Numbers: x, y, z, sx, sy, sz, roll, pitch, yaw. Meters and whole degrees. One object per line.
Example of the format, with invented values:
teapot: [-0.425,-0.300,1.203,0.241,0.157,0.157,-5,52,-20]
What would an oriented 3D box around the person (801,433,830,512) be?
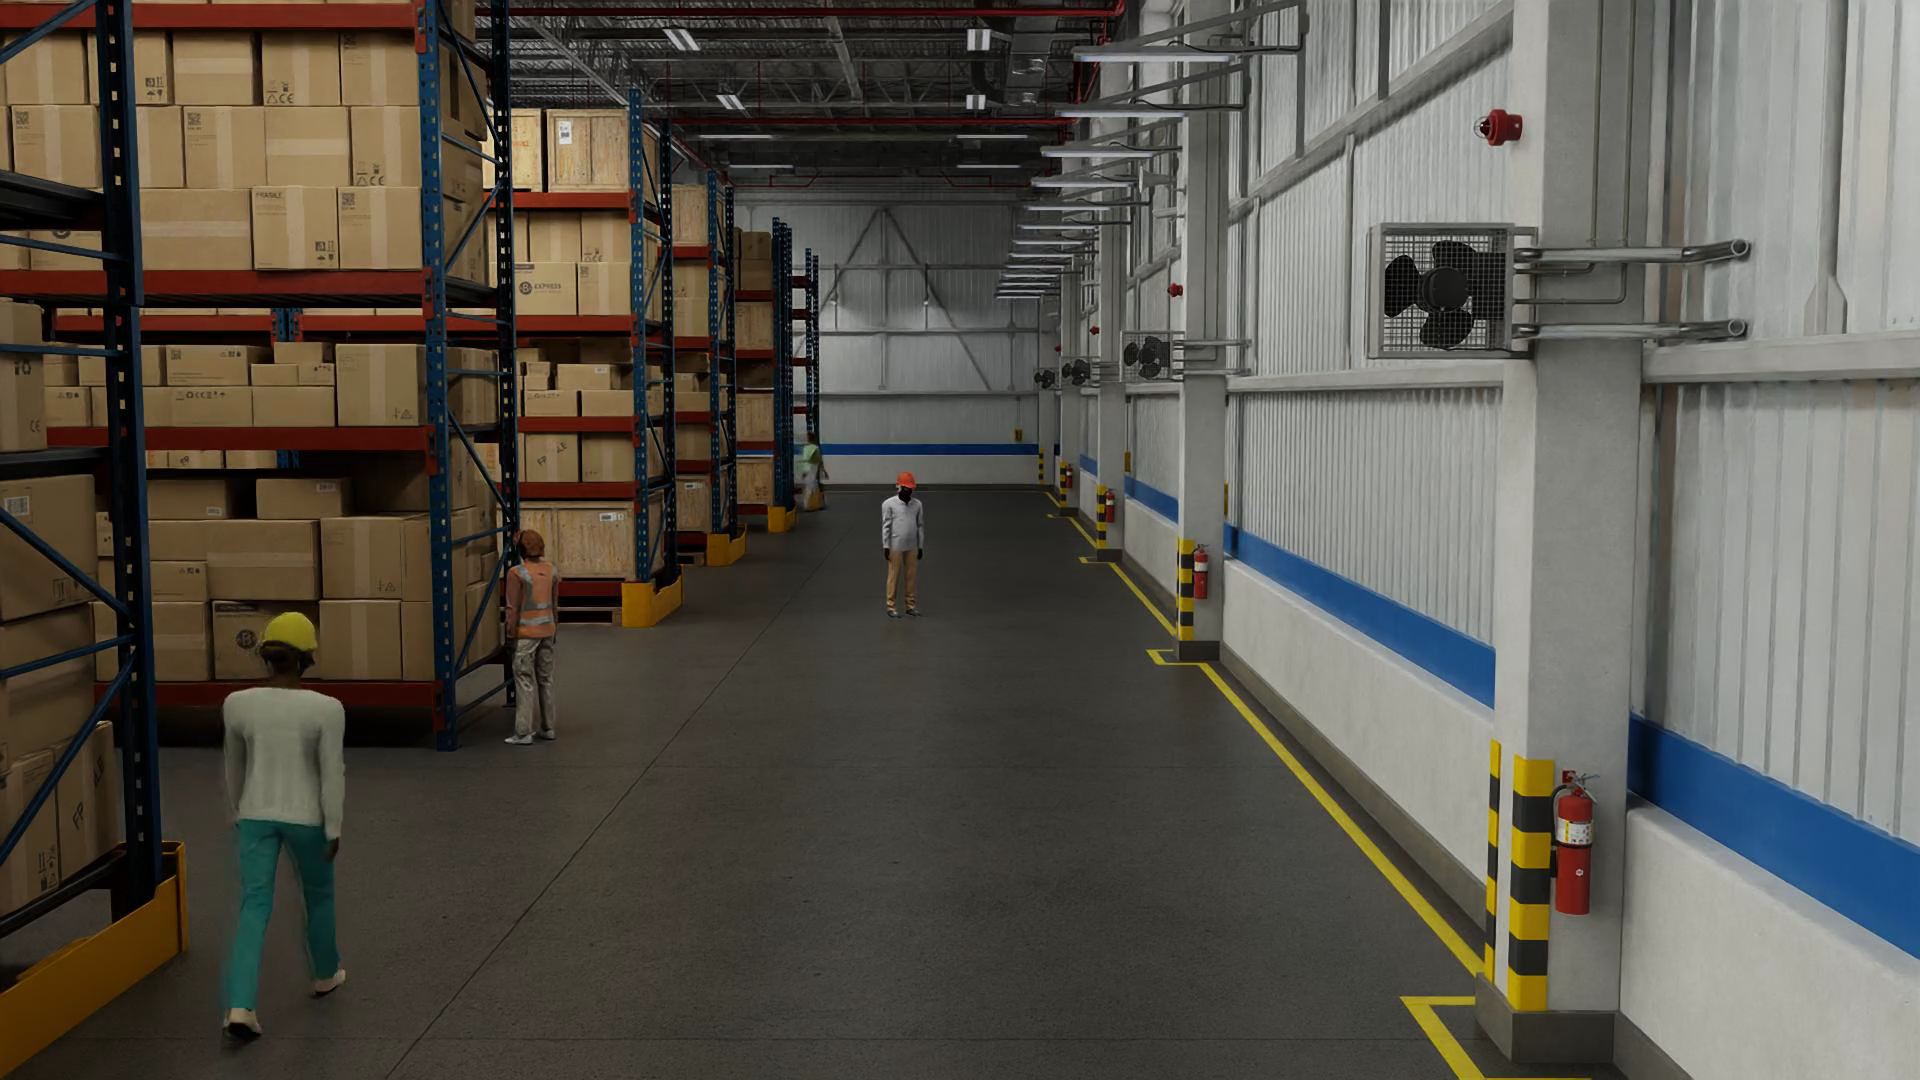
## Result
person: [-3.271,-1.532,37.954,0.879,1.796,0.622,-3,6,-34]

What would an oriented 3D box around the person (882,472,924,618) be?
person: [-0.661,0.059,19.781,0.563,1.743,0.351,-3,6,-31]

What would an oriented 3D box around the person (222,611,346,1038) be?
person: [-2.839,1.161,6.979,0.521,1.730,0.874,-1,5,-6]

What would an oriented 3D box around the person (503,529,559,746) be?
person: [-3.236,0.731,12.599,0.320,1.631,0.526,3,6,28]
